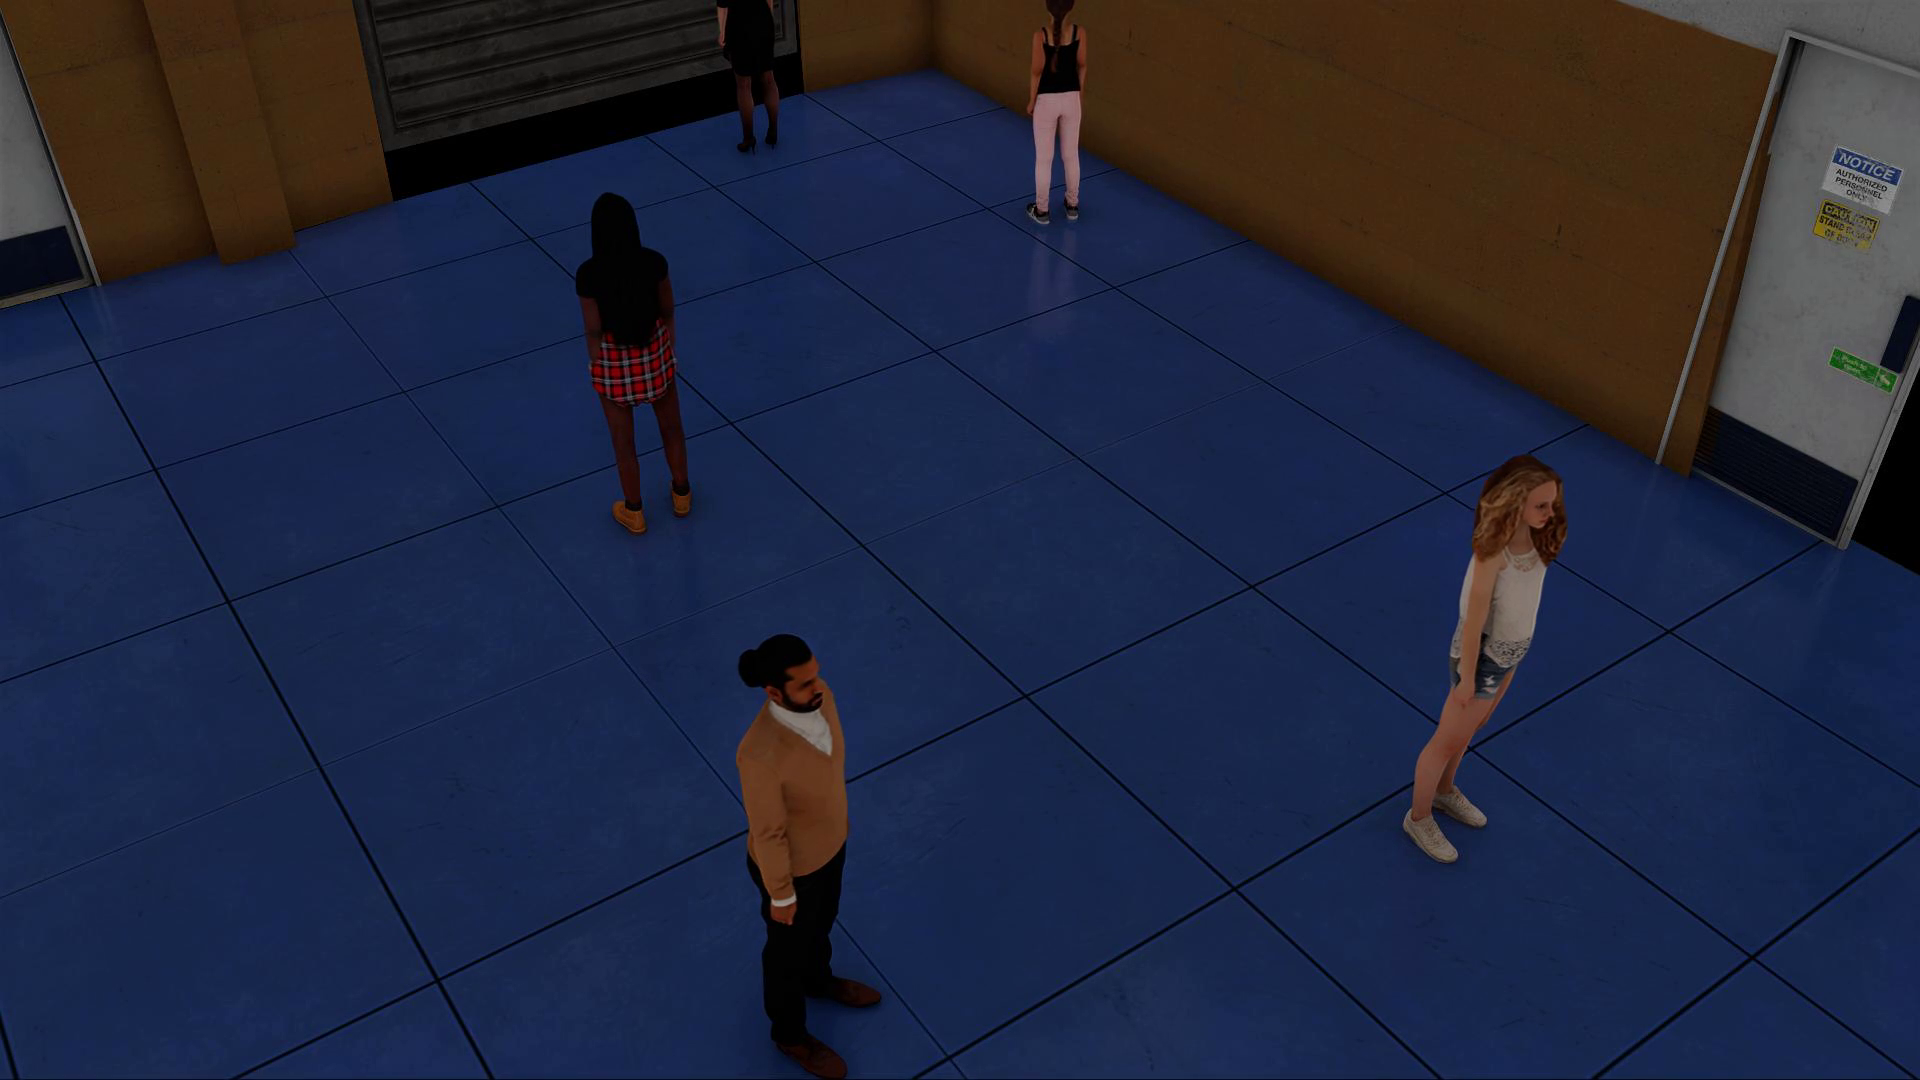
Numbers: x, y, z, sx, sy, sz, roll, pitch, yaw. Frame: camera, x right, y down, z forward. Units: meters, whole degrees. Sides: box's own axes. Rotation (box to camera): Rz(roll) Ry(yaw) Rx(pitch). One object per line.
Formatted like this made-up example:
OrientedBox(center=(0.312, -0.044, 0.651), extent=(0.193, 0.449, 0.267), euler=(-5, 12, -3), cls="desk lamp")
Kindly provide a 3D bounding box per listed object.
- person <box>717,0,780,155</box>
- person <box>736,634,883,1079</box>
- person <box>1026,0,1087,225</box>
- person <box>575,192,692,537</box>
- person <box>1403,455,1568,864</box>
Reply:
OrientedBox(center=(-1.437, -3.471, 11.337), extent=(0.439, 1.706, 0.652), euler=(-20, 41, -25), cls="person")
OrientedBox(center=(-0.513, 0.997, 5.357), extent=(0.816, 1.754, 0.727), euler=(12, 38, 15), cls="person")
OrientedBox(center=(0.619, -2.761, 10.522), extent=(0.555, 1.565, 0.661), euler=(-8, 38, -11), cls="person")
OrientedBox(center=(-1.528, -0.817, 7.797), extent=(0.541, 1.728, 0.671), euler=(-20, 41, -25), cls="person")
OrientedBox(center=(1.913, 0.428, 6.113), extent=(0.689, 1.759, 0.521), euler=(29, 45, 33), cls="person")
